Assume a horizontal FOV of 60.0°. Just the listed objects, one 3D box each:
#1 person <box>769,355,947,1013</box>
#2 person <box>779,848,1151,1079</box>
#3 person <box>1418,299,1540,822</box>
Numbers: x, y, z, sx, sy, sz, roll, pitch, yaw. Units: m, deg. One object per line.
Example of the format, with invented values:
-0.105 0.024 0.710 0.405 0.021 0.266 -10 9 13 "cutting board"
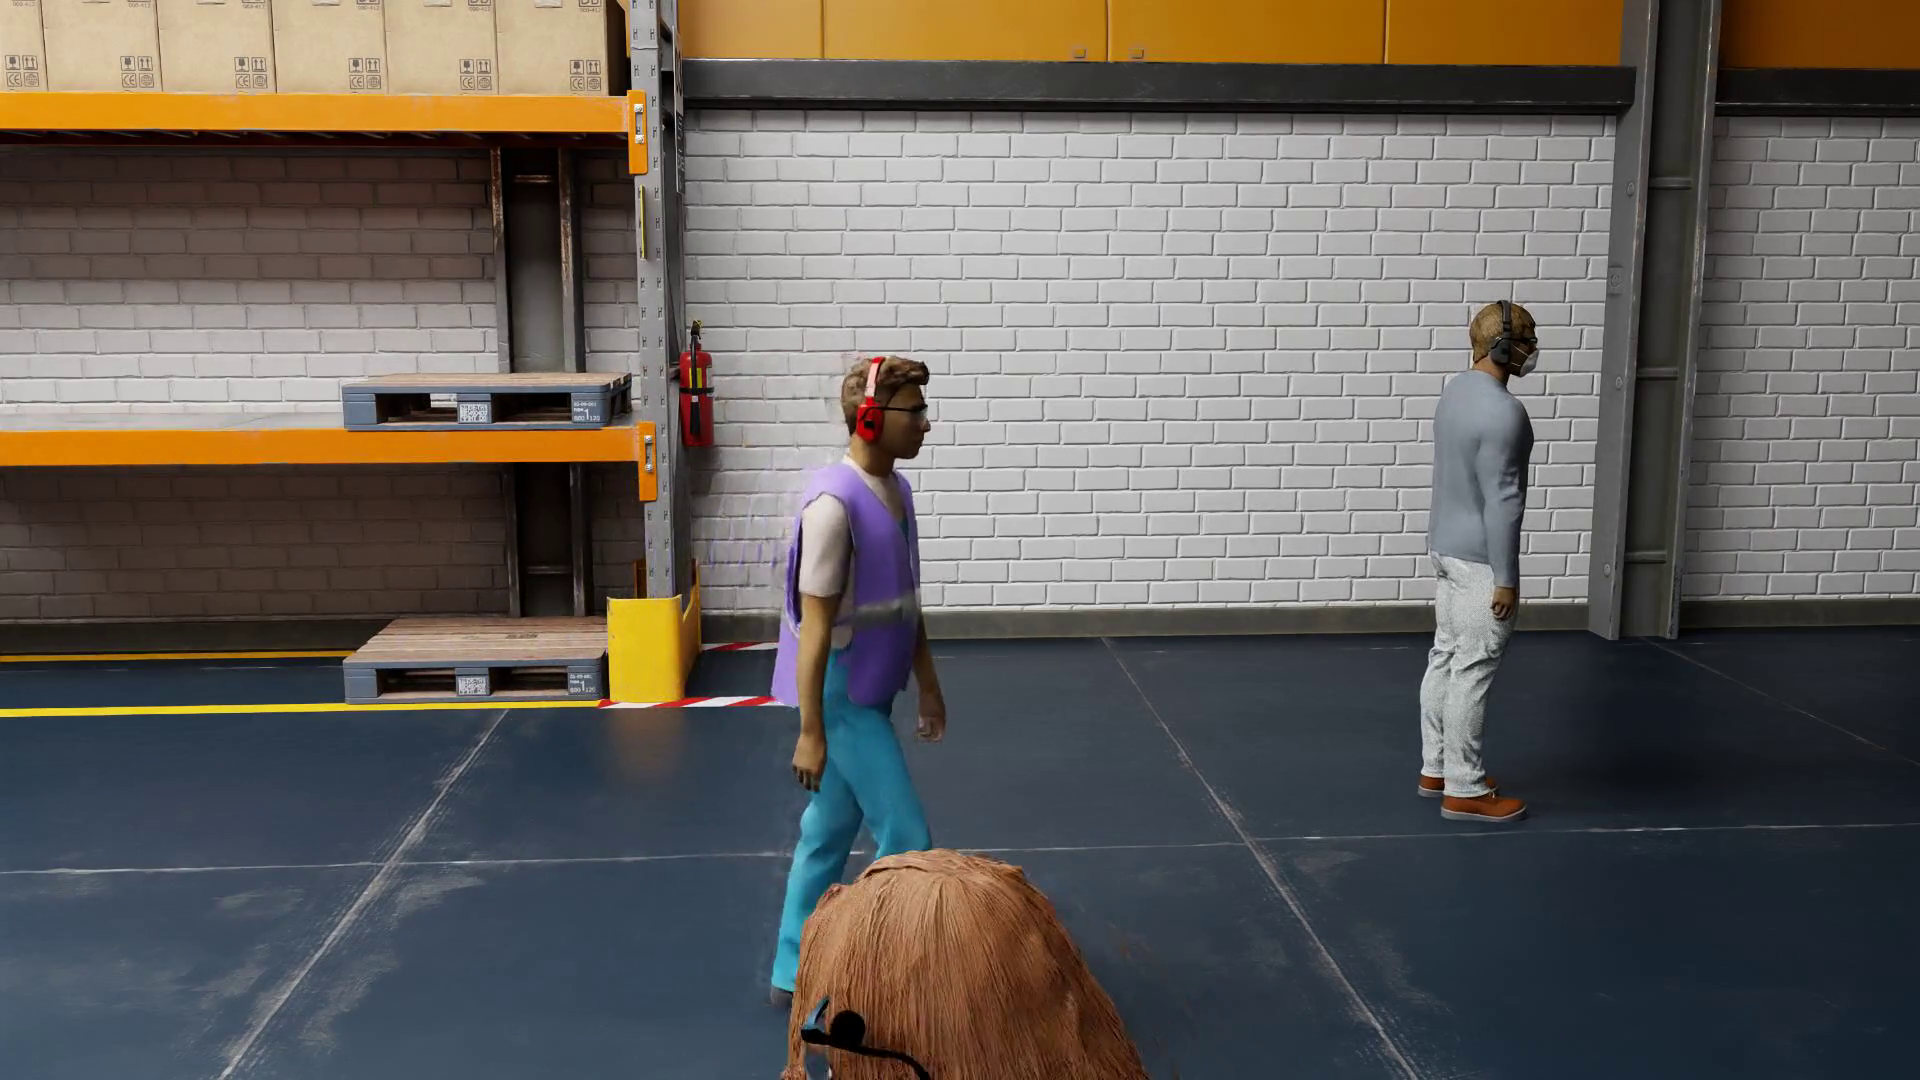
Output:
-0.165 0.430 4.364 0.831 1.808 0.589 2 9 12 "person"
0.101 1.034 1.193 0.543 1.612 0.515 8 12 42 "person"
1.932 0.080 6.203 0.361 1.936 0.627 0 9 -2 "person"
